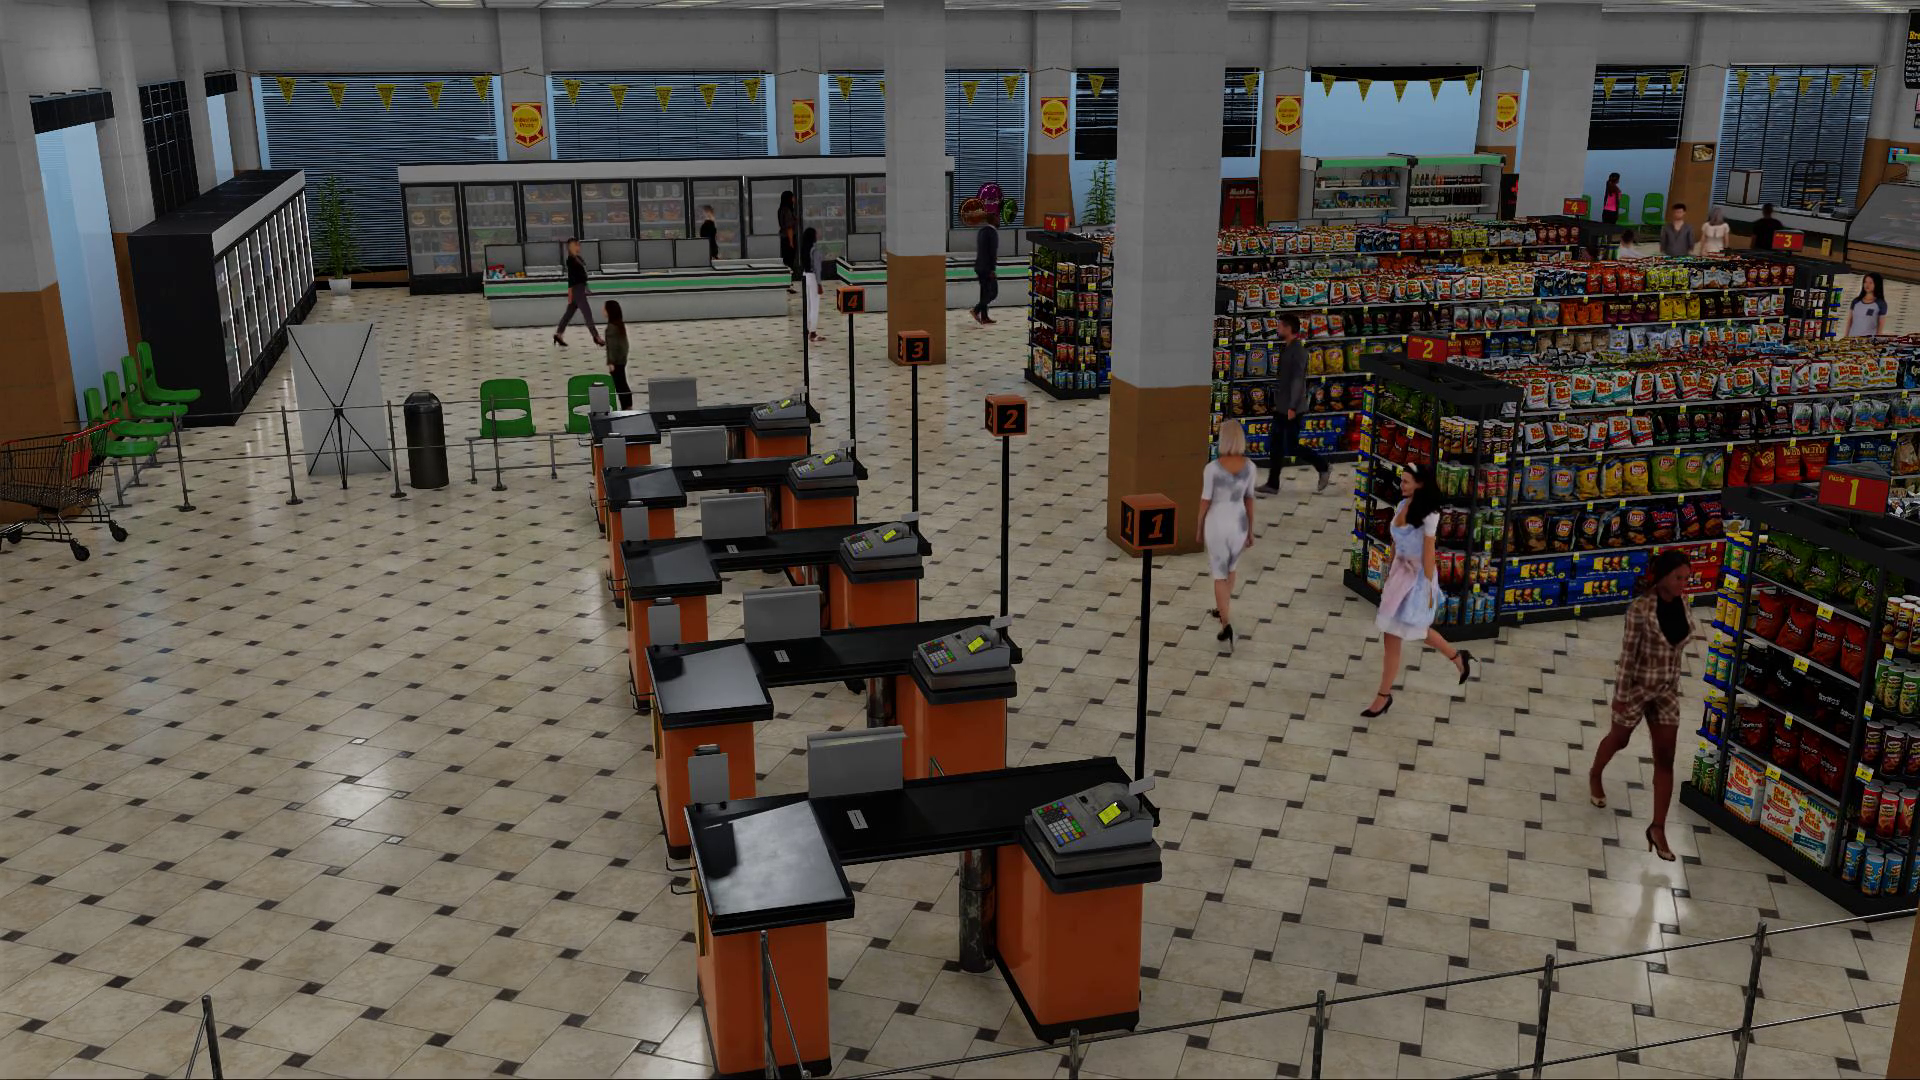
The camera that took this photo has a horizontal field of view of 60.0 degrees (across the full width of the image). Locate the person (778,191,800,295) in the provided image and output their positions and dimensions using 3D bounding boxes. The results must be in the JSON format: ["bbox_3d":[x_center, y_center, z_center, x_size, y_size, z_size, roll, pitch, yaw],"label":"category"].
[{"bbox_3d":[-3.150,-5.419,30.241,0.629,1.838,0.666,-7,18,-21],"label":"person"}]

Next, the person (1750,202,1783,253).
[{"bbox_3d":[13.730,-4.823,28.383,1.210,1.777,1.129,5,17,15],"label":"person"}]

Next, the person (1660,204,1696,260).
[{"bbox_3d":[11.814,-4.569,27.402,1.248,1.862,1.247,8,19,25],"label":"person"}]

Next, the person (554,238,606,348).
[{"bbox_3d":[-5.784,-3.629,24.729,1.092,1.616,0.733,-1,17,-4],"label":"person"}]

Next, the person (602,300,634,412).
[{"bbox_3d":[-4.153,-2.177,20.199,0.598,1.469,0.636,1,17,2],"label":"person"}]

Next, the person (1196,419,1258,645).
[{"bbox_3d":[2.055,-0.037,12.733,0.939,1.712,0.693,-3,17,-9],"label":"person"}]

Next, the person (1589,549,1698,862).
[{"bbox_3d":[3.910,0.894,9.624,1.073,1.737,0.726,-3,17,-8],"label":"person"}]

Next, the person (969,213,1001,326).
[{"bbox_3d":[0.362,-4.345,26.770,0.895,1.800,0.802,-8,19,-25],"label":"person"}]

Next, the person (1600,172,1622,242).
[{"bbox_3d":[13.977,-7.034,35.759,0.555,1.722,0.569,-6,18,-19],"label":"person"}]

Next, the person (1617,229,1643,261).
[{"bbox_3d":[9.566,-3.542,24.071,1.077,1.833,0.941,-1,17,-3],"label":"person"}]

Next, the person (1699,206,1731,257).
[{"bbox_3d":[12.929,-4.836,28.552,1.070,1.704,1.081,8,18,23],"label":"person"}]

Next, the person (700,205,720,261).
[{"bbox_3d":[-4.297,-5.042,29.300,0.919,1.664,0.718,-1,17,-4],"label":"person"}]

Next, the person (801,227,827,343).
[{"bbox_3d":[-2.287,-3.937,25.563,0.585,1.722,0.646,-9,19,-28],"label":"person"}]

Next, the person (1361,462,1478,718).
[{"bbox_3d":[3.153,0.353,11.322,1.118,1.786,0.646,-5,17,-15],"label":"person"}]

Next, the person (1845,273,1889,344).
[{"bbox_3d":[11.336,-2.504,20.869,0.649,1.706,0.665,-12,21,-34],"label":"person"}]

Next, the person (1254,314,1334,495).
[{"bbox_3d":[3.409,-1.339,16.797,1.095,1.843,0.771,-3,17,-9],"label":"person"}]
